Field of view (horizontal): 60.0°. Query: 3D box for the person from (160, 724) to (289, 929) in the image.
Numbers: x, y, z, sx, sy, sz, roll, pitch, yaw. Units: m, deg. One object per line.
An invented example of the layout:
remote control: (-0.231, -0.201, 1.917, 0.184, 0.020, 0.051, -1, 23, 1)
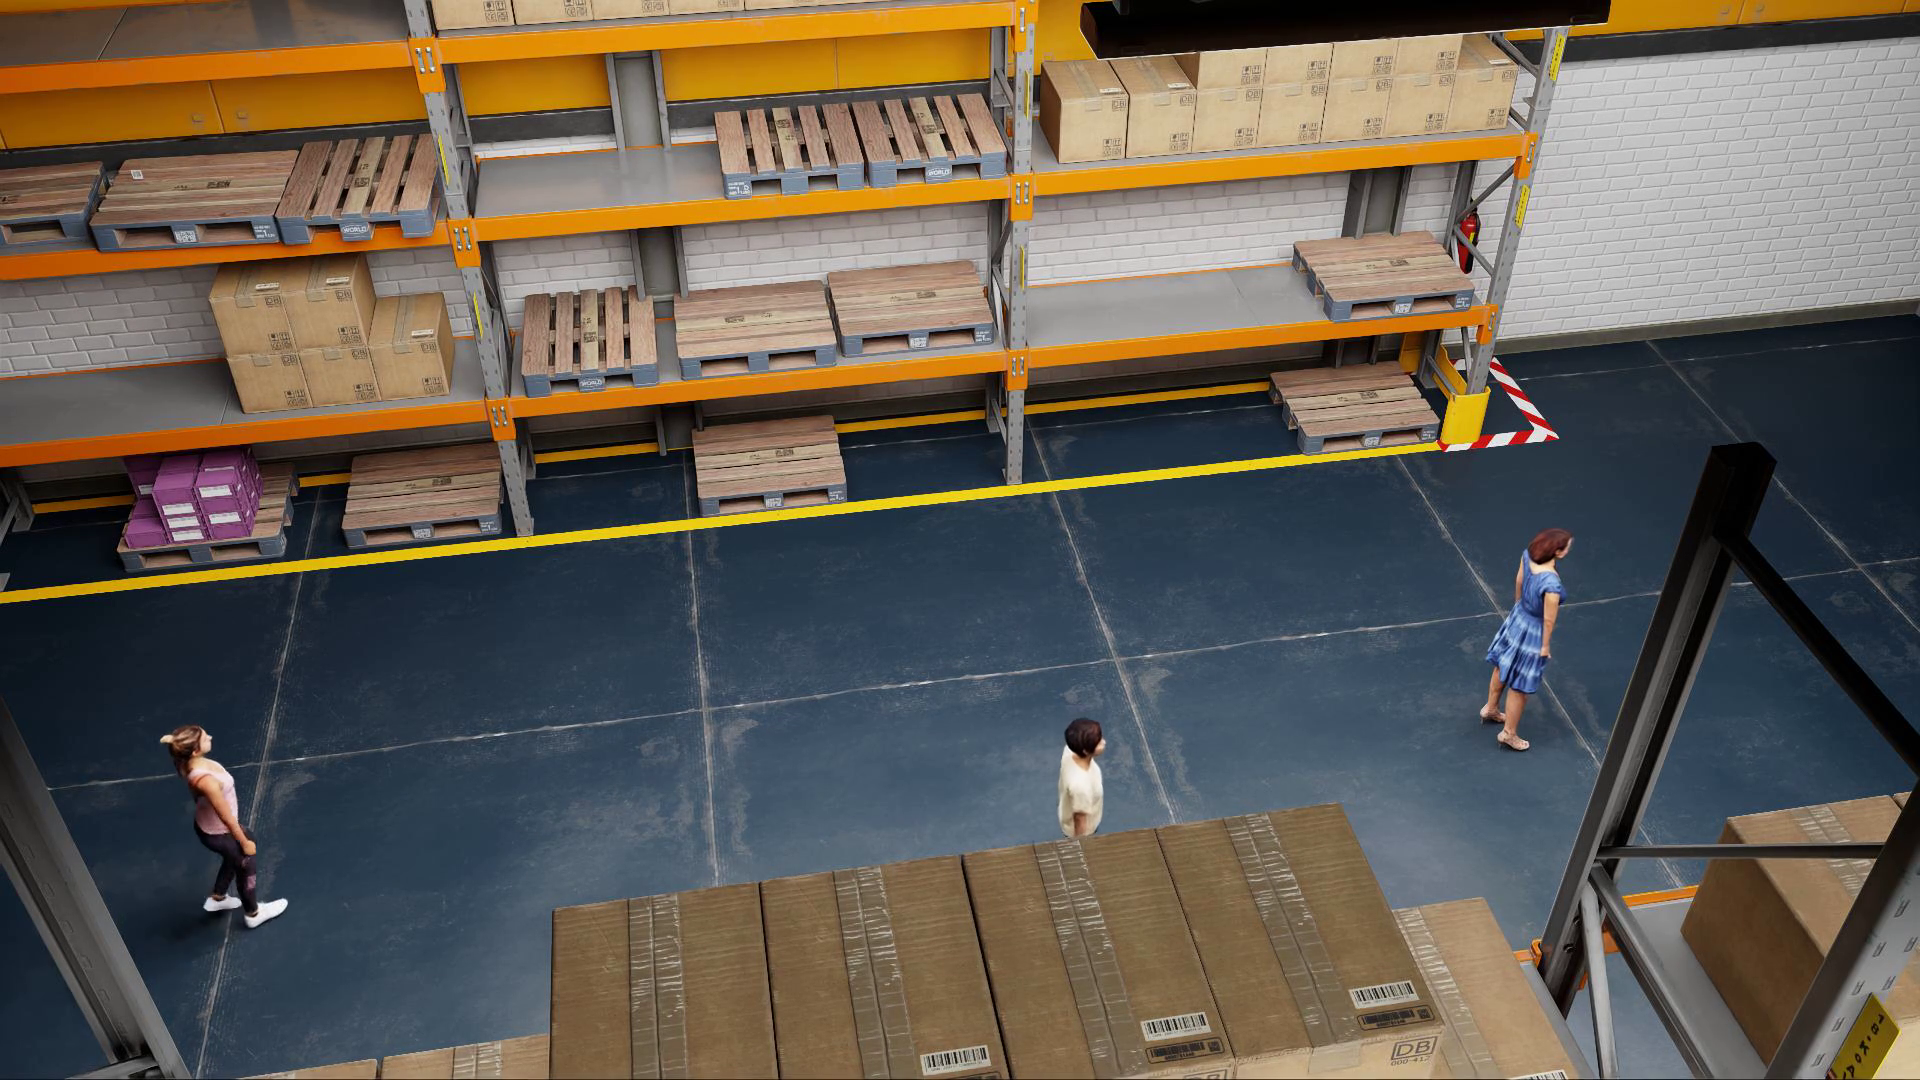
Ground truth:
person: (-4.432, 1.734, 9.801, 0.778, 1.634, 0.706, -27, 46, -30)

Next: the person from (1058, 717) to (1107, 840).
person: (0.651, 1.680, 9.915, 0.723, 1.576, 0.635, -2, 39, -3)

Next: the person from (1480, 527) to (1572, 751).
person: (3.770, 0.640, 11.031, 0.549, 1.808, 0.660, -7, 39, -9)
